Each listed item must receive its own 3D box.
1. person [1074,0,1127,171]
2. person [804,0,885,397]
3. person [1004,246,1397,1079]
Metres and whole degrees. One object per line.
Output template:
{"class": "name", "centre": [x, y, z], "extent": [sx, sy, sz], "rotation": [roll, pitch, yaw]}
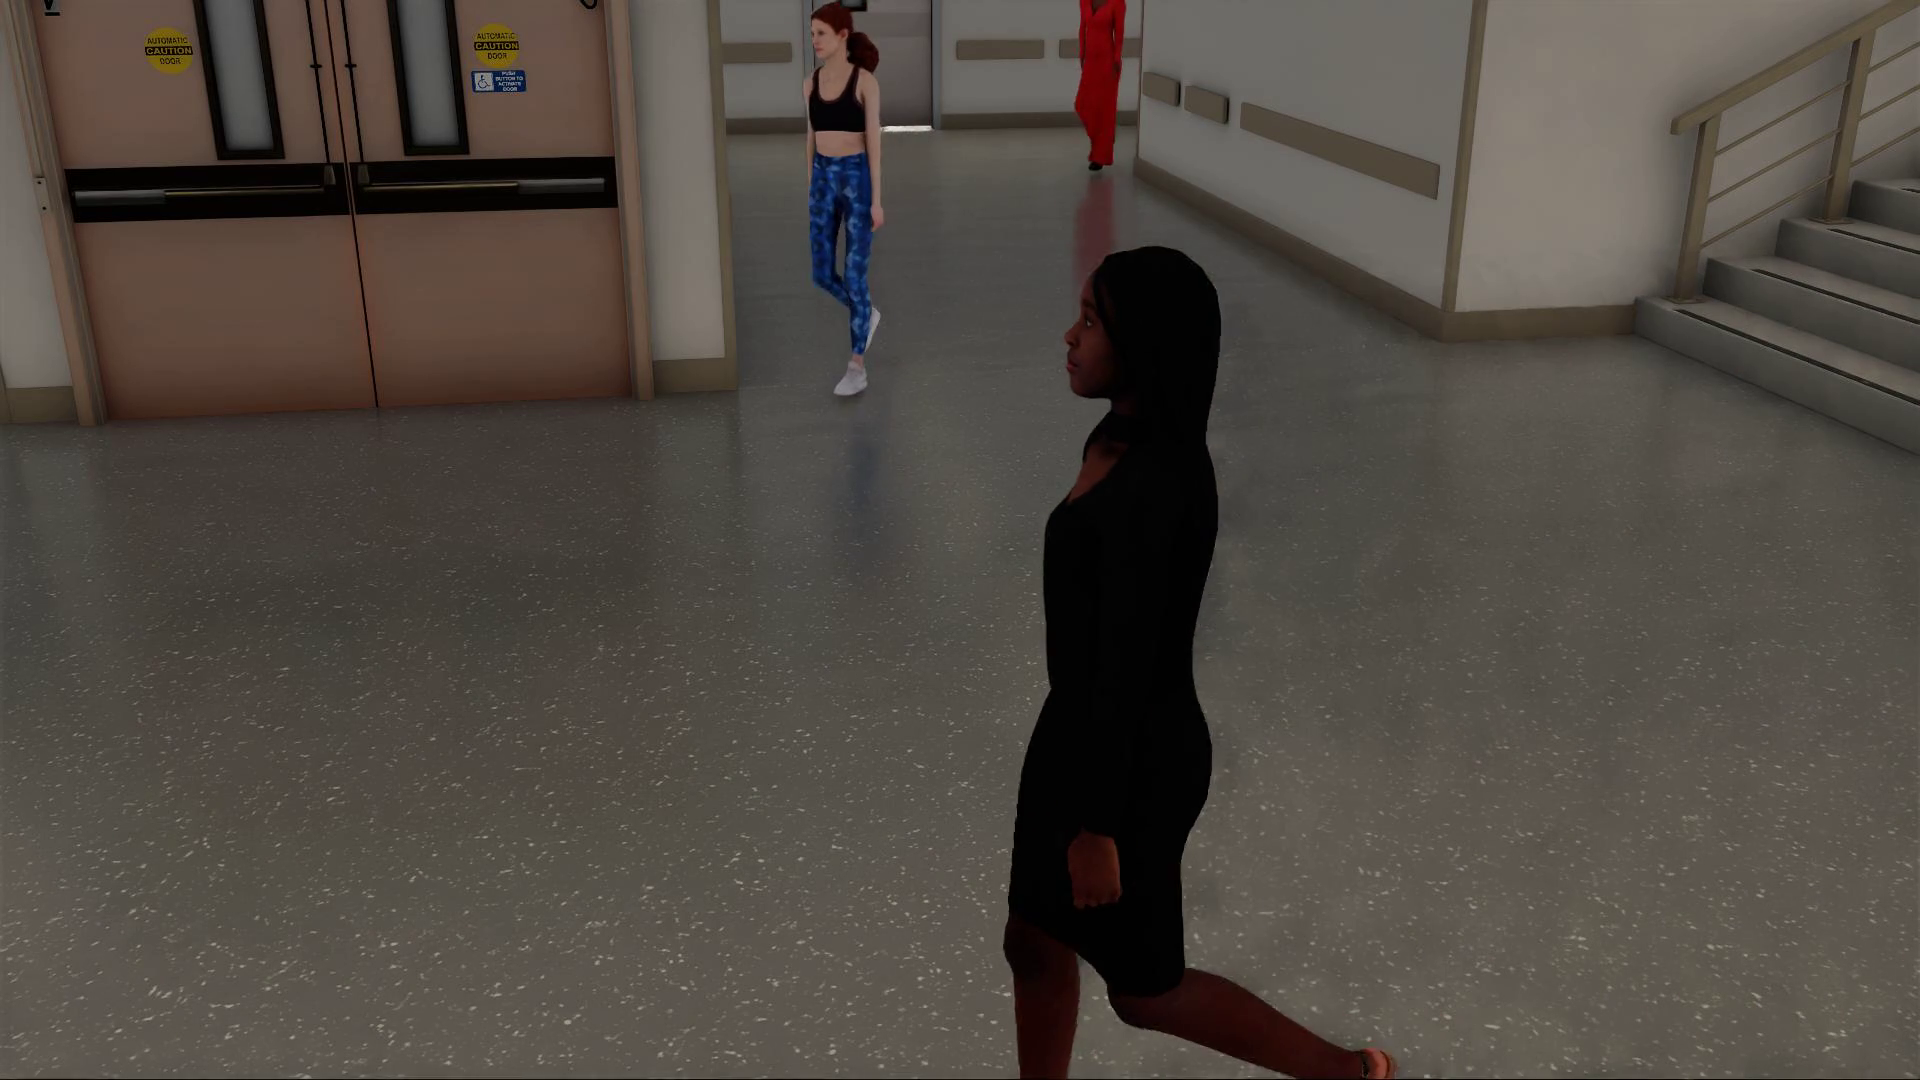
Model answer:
{"class": "person", "centre": [1.291, -4.145, 14.574], "extent": [0.826, 1.770, 0.883], "rotation": [14, 25, 32]}
{"class": "person", "centre": [-0.503, -1.589, 7.819], "extent": [0.884, 1.774, 0.901], "rotation": [8, 22, 20]}
{"class": "person", "centre": [0.338, 0.398, 2.675], "extent": [1.041, 1.703, 0.681], "rotation": [-1, 21, -3]}
